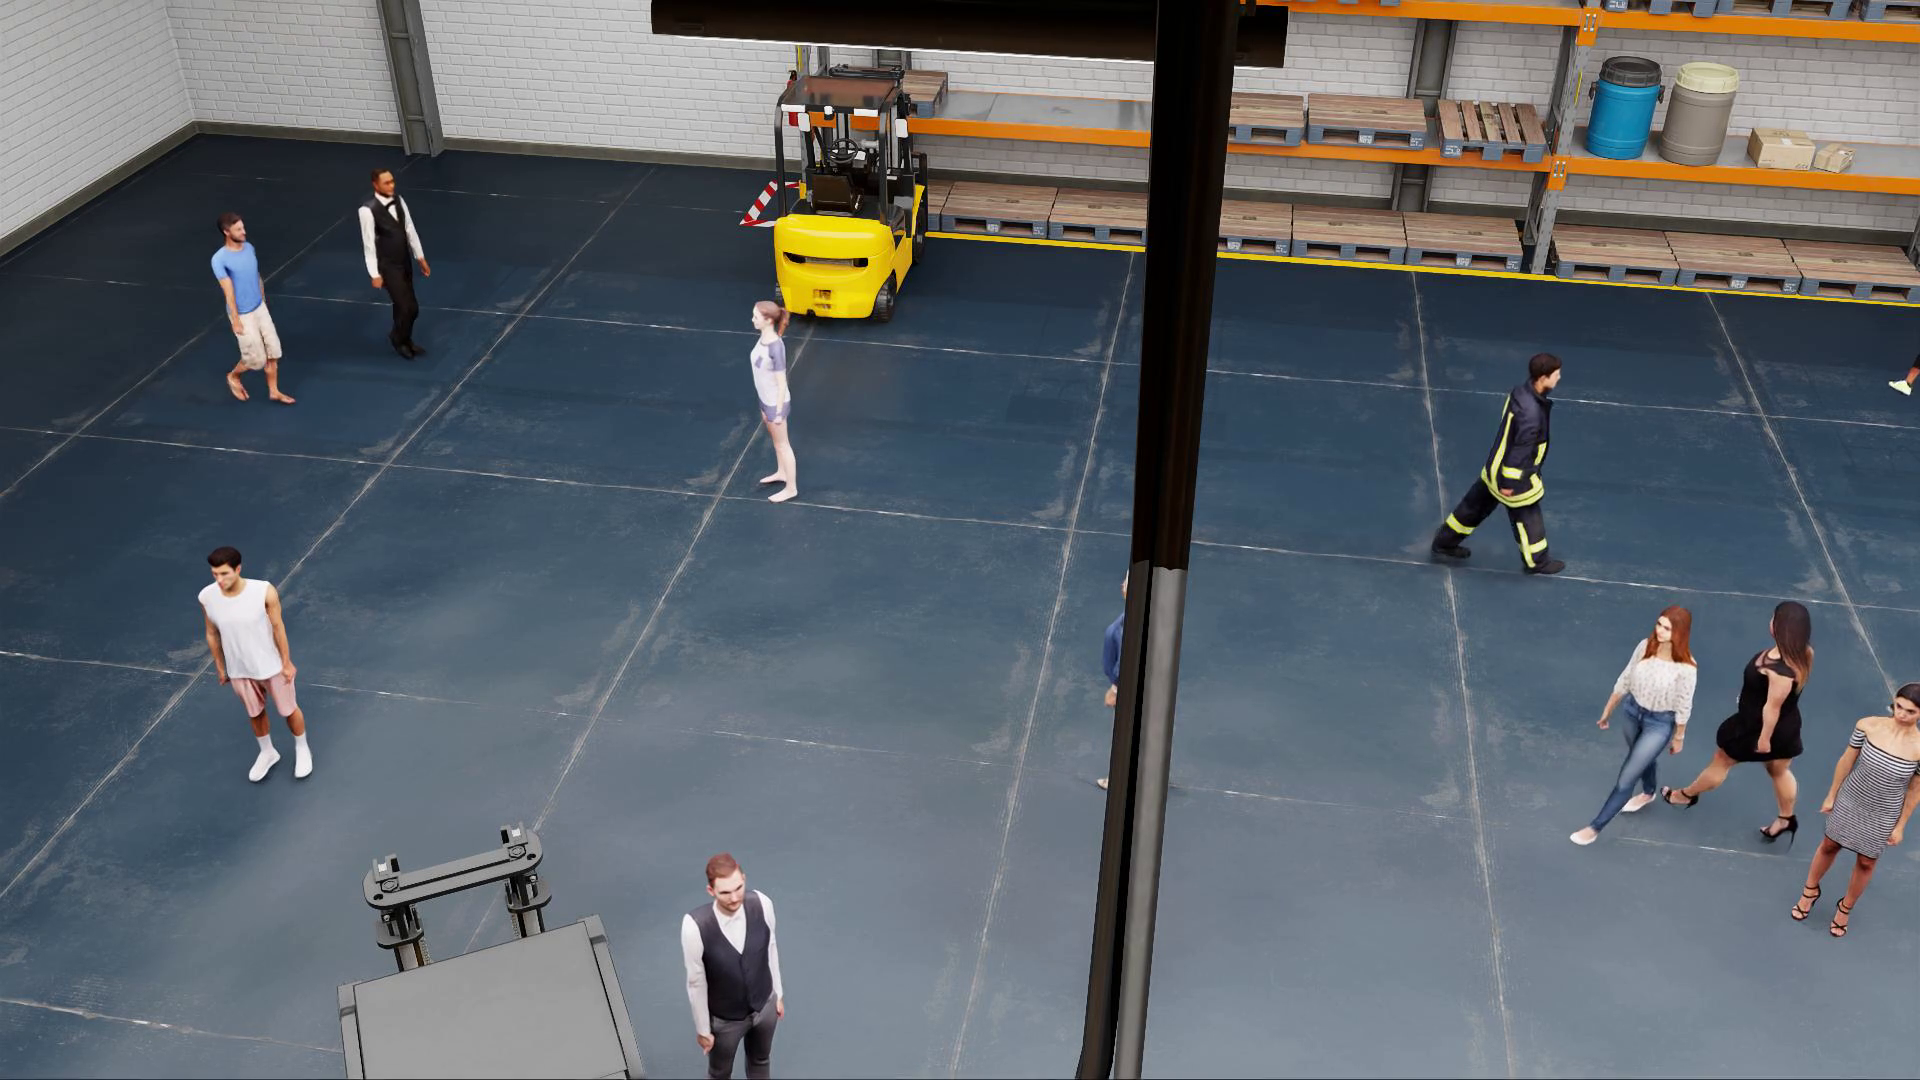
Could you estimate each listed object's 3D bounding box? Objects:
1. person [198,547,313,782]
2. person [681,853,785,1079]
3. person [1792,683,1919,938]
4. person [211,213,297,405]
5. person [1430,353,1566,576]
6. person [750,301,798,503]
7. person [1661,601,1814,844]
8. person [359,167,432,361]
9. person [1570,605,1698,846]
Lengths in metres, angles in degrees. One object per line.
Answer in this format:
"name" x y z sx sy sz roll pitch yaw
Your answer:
"person" -4.522 0.776 10.712 0.579 1.786 0.756 -2 34 -3
"person" -1.112 2.299 8.282 0.734 1.938 0.799 -20 39 -27
"person" 5.198 1.544 9.523 0.632 1.822 0.735 26 42 33
"person" -6.461 -2.056 14.914 0.886 1.851 0.739 12 35 17
"person" 4.101 -0.563 12.645 1.218 1.875 0.771 6 34 8
"person" -1.520 -1.153 13.631 0.688 1.766 0.672 -10 35 -15
"person" 5.043 1.188 10.205 1.142 1.660 0.978 25 41 32
"person" -5.431 -2.626 15.726 0.723 1.901 0.744 12 35 17
"person" 4.317 1.105 10.310 1.174 1.682 1.057 -17 37 -24
